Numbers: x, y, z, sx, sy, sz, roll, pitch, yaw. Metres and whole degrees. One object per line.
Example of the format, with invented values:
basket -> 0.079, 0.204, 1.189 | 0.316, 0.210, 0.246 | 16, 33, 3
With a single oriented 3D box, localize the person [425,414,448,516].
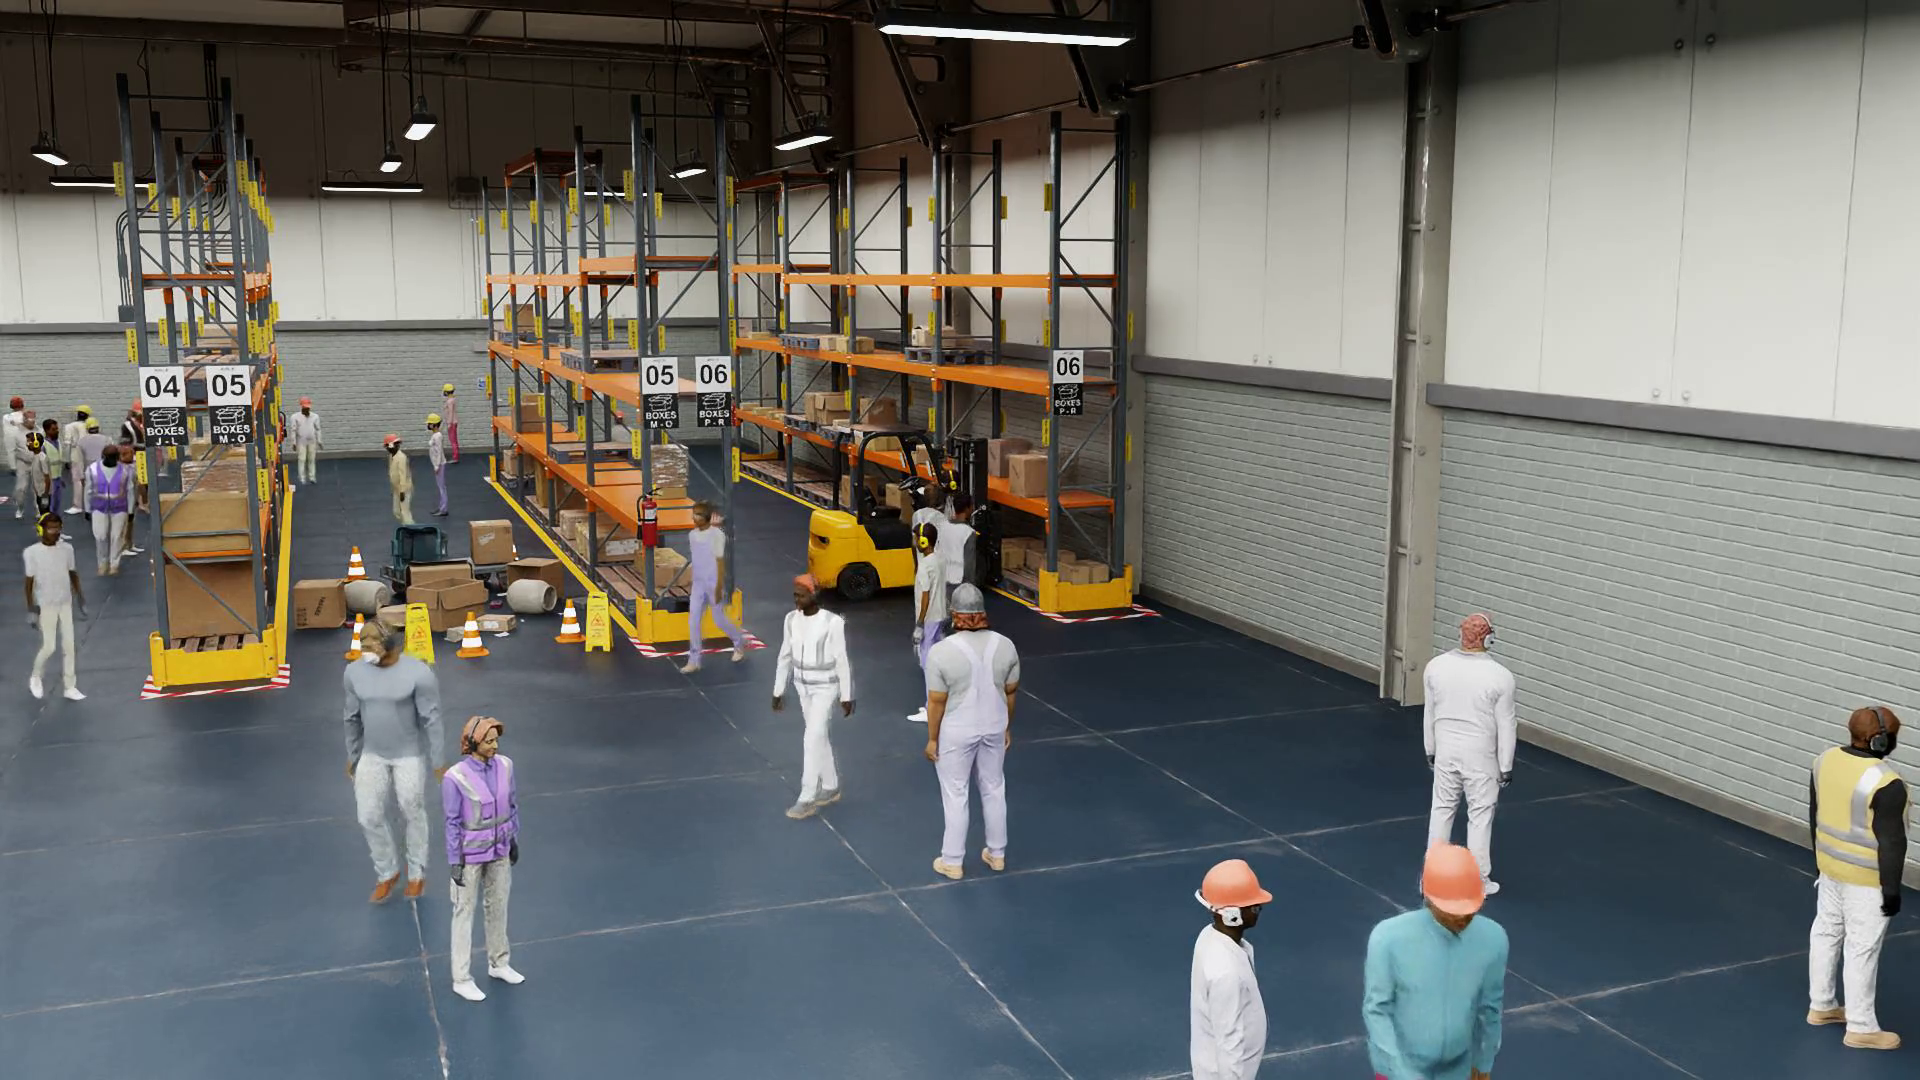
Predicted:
person -> -9.009, -1.292, 28.638 | 0.319, 1.769, 0.523 | -3, 10, -19

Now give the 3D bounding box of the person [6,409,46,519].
person -> -15.786, -1.279, 28.208 | 0.464, 1.885, 0.672 | 6, 11, 35

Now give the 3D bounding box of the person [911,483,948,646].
person -> -0.306, 0.287, 18.455 | 0.521, 1.844, 0.331 | 8, 12, 39

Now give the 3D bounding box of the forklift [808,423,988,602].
forklift -> -0.830, -0.399, 21.676 | 2.313, 2.155, 1.214 | -4, 10, -21

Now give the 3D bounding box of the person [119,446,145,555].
person -> -12.325, -0.588, 24.664 | 0.287, 1.626, 0.497 | -1, 9, -7

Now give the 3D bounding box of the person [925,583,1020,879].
person -> 0.039, 1.297, 11.482 | 0.684, 2.000, 0.536 | -4, 10, -25

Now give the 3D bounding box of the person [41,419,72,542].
person -> -14.135, -0.927, 25.868 | 0.391, 1.918, 0.590 | -1, 9, -4

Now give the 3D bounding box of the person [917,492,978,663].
person -> -0.046, 0.431, 17.401 | 0.822, 1.885, 0.599 | -7, 11, -38

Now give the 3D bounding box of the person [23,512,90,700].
person -> -8.787, 0.648, 16.161 | 0.495, 1.852, 0.528 | 5, 10, 26

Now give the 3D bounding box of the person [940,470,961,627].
person -> -0.070, 0.097, 19.597 | 0.335, 1.865, 0.520 | -4, 10, -23

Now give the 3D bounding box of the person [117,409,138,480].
person -> -15.802, -1.711, 31.744 | 0.564, 1.606, 0.357 | -2, 9, -12

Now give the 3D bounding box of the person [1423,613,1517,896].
person -> 3.410, 1.427, 11.113 | 0.649, 1.900, 0.397 | 9, 12, 43

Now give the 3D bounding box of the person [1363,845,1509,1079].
person -> 1.888, 2.119, 6.644 | 0.623, 1.935, 0.746 | -2, 9, -14

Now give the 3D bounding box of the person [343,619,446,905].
person -> -3.722, 1.452, 10.879 | 0.692, 1.914, 0.567 | 1, 9, 4

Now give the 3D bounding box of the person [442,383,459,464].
person -> -11.227, -2.562, 36.633 | 0.311, 1.768, 0.533 | -2, 9, -10

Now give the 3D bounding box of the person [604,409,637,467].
person -> -6.136, -1.484, 29.921 | 0.595, 1.733, 0.485 | -4, 10, -22

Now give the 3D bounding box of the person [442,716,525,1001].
person -> -2.744, 1.808, 9.566 | 0.313, 1.633, 0.518 | 6, 11, 32

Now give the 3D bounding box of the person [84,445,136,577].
person -> -11.661, -0.396, 22.845 | 0.642, 1.814, 0.613 | -5, 10, -27

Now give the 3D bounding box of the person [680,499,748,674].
person -> -2.604, 0.464, 17.439 | 0.514, 1.822, 0.822 | 6, 11, 32

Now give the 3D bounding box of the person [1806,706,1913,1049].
person -> 4.855, 1.794, 8.978 | 0.430, 1.845, 0.624 | -1, 9, -8

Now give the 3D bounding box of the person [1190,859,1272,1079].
person -> 1.110, 2.171, 6.871 | 0.318, 1.756, 0.561 | 0, 9, 3

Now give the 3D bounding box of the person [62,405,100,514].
person -> -15.398, -1.405, 29.045 | 0.375, 1.870, 0.813 | 5, 10, 29

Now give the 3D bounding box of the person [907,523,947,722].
person -> -0.298, 0.760, 15.433 | 0.329, 1.861, 0.509 | 3, 10, 21

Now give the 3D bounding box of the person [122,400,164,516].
person -> -14.185, -1.444, 28.849 | 0.820, 2.014, 0.606 | 9, 13, 44

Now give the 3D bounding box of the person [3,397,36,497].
person -> -17.552, -1.738, 31.083 | 0.356, 1.883, 0.572 | 7, 11, 38

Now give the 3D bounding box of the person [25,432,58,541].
person -> -13.385, -0.645, 24.248 | 0.313, 1.869, 0.528 | -7, 11, -37

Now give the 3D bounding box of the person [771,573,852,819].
person -> -1.193, 1.186, 12.749 | 0.607, 1.854, 0.817 | 7, 12, 39

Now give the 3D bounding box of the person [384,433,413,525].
person -> -8.521, -0.767, 25.477 | 0.432, 1.727, 0.714 | -6, 11, -35

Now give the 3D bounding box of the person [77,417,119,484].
person -> -14.261, -1.132, 27.534 | 0.597, 1.806, 0.730 | -3, 10, -19

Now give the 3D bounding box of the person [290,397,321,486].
person -> -12.877, -1.943, 32.777 | 0.571, 1.749, 0.340 | -8, 12, -42
